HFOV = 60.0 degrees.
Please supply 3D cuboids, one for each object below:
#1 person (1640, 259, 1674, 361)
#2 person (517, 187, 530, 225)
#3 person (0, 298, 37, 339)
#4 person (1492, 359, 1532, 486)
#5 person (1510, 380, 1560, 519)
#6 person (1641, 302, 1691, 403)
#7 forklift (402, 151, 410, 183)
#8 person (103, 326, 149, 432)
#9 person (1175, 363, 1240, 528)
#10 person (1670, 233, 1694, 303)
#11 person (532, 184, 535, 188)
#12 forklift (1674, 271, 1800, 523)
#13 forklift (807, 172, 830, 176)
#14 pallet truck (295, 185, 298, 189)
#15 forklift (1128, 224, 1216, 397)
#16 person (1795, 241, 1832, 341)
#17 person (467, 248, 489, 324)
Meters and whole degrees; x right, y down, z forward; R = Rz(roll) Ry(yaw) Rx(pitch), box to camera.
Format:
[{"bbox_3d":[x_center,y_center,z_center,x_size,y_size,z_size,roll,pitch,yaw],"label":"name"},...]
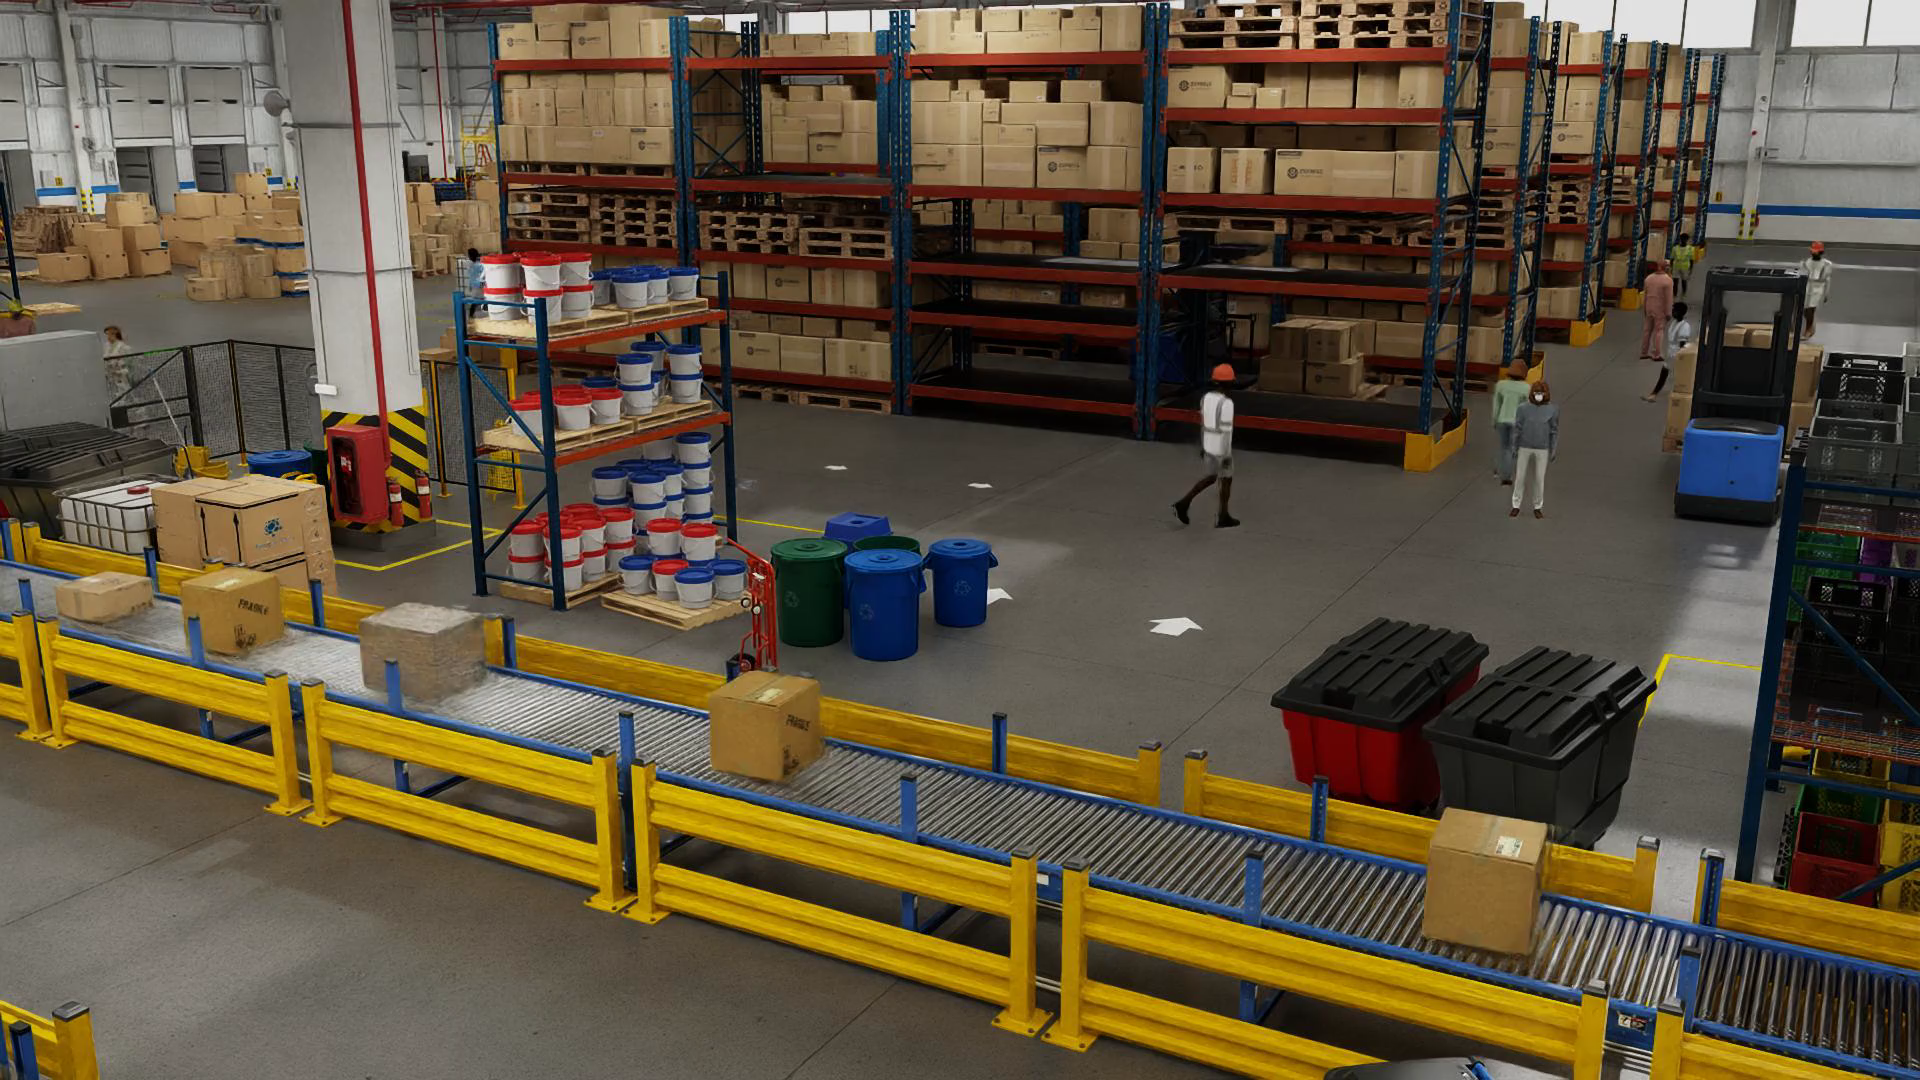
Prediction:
[{"bbox_3d":[13.091,-4.299,31.149,0.399,1.899,0.646,-7,16,-24],"label":"person"},{"bbox_3d":[-14.476,-10.768,55.392,0.662,1.928,0.464,12,19,39],"label":"person"},{"bbox_3d":[-14.985,-2.993,26.524,0.565,1.739,0.522,-12,19,-38],"label":"person"},{"bbox_3d":[7.013,-1.482,21.092,0.499,1.619,0.376,14,20,42],"label":"person"},{"bbox_3d":[6.721,-1.060,19.471,0.497,1.634,0.278,5,16,18],"label":"person"},{"bbox_3d":[11.489,-2.990,26.690,0.878,1.646,0.560,-1,15,-4],"label":"person"},{"bbox_3d":[-21.519,-13.653,64.424,1.873,2.768,1.129,-1,15,-5],"label":"forklift"},{"bbox_3d":[-12.338,-2.352,24.405,0.520,1.591,0.859,9,17,30],"label":"person"},{"bbox_3d":[2.860,-1.057,18.932,0.731,1.918,0.550,-7,16,-25],"label":"person"},{"bbox_3d":[17.382,-6.559,40.065,0.540,1.678,0.661,8,17,28],"label":"person"},{"bbox_3d":[-17.016,-13.483,66.073,0.533,1.691,0.321,3,15,10],"label":"person"},{"bbox_3d":[9.269,-1.763,19.726,1.129,2.768,1.873,8,17,27],"label":"forklift"},{"bbox_3d":[-5.198,-12.865,61.463,1.129,2.768,1.873,8,17,28],"label":"forklift"},{"bbox_3d":[-26.804,-14.617,69.738,1.885,1.965,0.823,-14,20,-42],"label":"pallet truck"},{"bbox_3d":[3.819,-3.750,27.197,1.873,2.768,1.129,8,17,28],"label":"forklift"},{"bbox_3d":[17.375,-5.081,33.864,0.620,2.018,0.896,14,20,42],"label":"person"},{"bbox_3d":[-10.524,-5.551,36.322,0.852,1.650,0.537,-11,18,-34],"label":"person"}]
